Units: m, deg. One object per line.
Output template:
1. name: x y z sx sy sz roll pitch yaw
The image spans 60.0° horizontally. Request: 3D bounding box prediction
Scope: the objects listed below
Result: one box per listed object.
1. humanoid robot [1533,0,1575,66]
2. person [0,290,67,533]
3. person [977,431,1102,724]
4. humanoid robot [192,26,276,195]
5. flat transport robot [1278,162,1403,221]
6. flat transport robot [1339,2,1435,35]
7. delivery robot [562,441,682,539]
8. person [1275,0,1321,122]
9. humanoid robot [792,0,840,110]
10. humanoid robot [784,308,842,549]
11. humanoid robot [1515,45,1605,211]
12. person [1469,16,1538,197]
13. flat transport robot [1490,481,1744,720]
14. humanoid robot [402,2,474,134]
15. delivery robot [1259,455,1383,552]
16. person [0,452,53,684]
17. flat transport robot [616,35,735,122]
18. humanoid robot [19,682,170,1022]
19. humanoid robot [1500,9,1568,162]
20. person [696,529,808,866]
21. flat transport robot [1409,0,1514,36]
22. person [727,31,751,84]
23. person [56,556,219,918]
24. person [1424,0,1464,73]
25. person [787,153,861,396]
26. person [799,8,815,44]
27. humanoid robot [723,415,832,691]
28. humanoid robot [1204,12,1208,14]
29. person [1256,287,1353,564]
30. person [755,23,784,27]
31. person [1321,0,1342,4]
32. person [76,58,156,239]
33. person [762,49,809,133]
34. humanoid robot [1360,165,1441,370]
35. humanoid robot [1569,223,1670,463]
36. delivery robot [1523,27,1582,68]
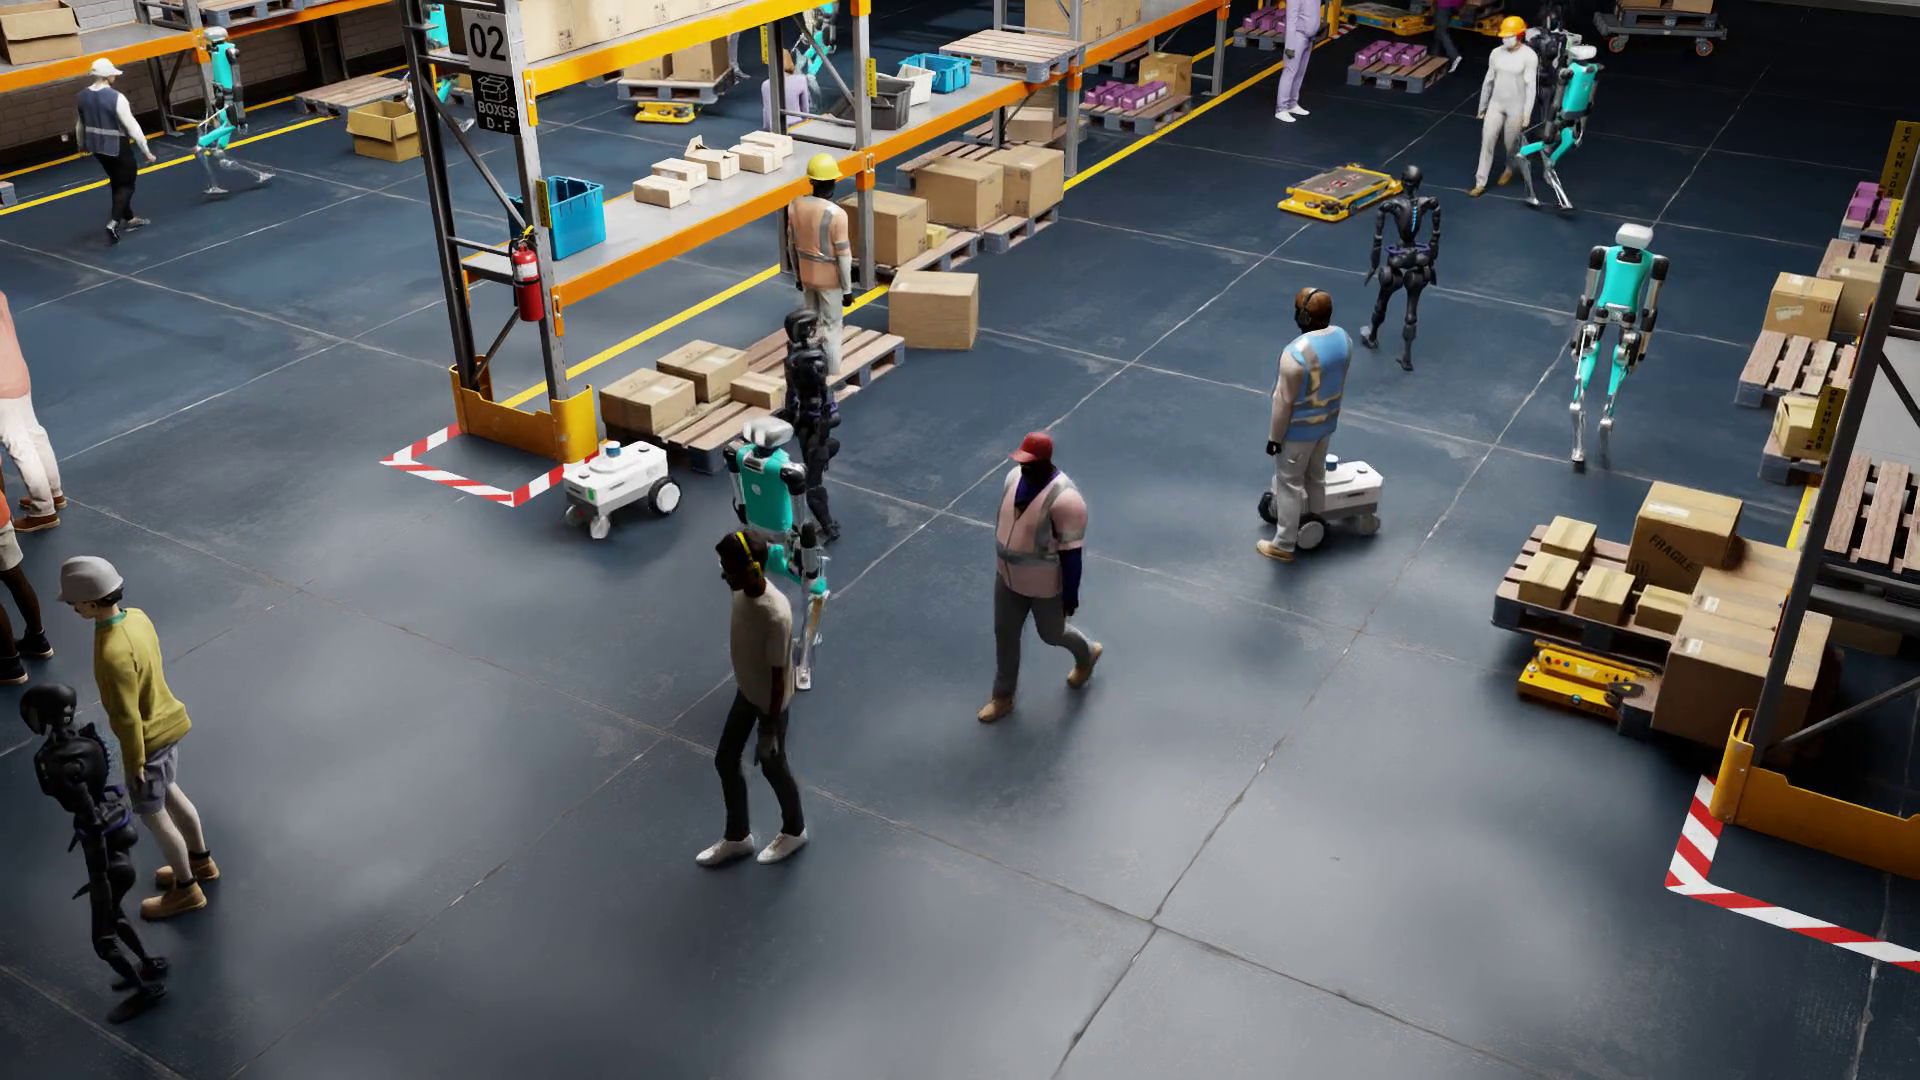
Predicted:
1. humanoid robot: 7.975 -7.167 22.200 0.609 1.649 0.457 -16 33 -25
2. person: -6.334 -1.001 10.961 0.391 1.994 0.610 -6 30 -10
3. person: 0.454 0.167 9.166 0.788 1.728 0.612 -25 38 -37
4. humanoid robot: -7.727 -4.383 17.229 0.547 1.736 1.042 24 38 36
5. flat transport robot: 3.992 -3.636 17.374 0.659 0.231 1.431 24 37 36
6. flat transport robot: 6.255 -7.703 24.568 0.659 0.231 1.431 -20 35 -31
7. delivery robot: -2.335 -0.399 11.327 0.499 0.566 0.739 23 37 35
8. person: 4.079 -5.971 19.863 0.406 1.894 0.659 19 34 29
9. humanoid robot: -1.796 -6.115 20.288 0.763 1.790 0.531 -14 32 -23
10. humanoid robot: -0.939 -0.743 10.834 0.373 1.641 0.589 -17 33 -27
11. humanoid robot: 5.977 -4.150 16.776 0.547 1.727 0.939 -13 32 -22
12. person: 5.733 -4.548 17.388 0.623 1.865 0.810 20 35 31
13. flat transport robot: 3.847 0.583 9.910 0.659 0.231 1.431 16 33 27
14. humanoid robot: -6.003 -5.292 18.823 0.551 1.705 1.009 18 34 29
15. delivery robot: 2.432 -0.277 11.148 0.795 0.602 0.499 -9 31 -16
16. person: -5.574 -0.089 9.375 0.368 1.967 0.605 4 30 7
17. flat transport robot: -3.481 -5.431 20.549 0.659 0.231 1.431 4 30 7
18. humanoid robot: -3.730 1.314 7.178 0.327 1.649 0.609 -18 34 -28
19. humanoid robot: 6.441 -5.107 18.573 0.608 1.634 0.660 -10 31 -18
20. person: -1.015 0.804 7.918 0.599 1.842 0.571 -21 35 -32
21. flat transport robot: 7.373 -7.668 24.506 1.431 0.231 0.659 23 36 34
22. person: -2.989 -6.897 21.450 0.431 1.944 0.481 10 31 18
23. person: -3.777 0.903 7.716 0.413 1.878 0.495 -6 30 -10
24. person: 6.457 -7.085 21.897 0.516 1.819 0.813 -14 33 -24
25. person: -1.052 -2.030 12.850 0.588 1.926 0.385 22 36 33
26. person: -2.106 -7.684 23.069 0.562 1.709 0.894 -16 33 -26
27. humanoid robot: -0.881 0.008 9.429 0.590 1.772 0.889 19 35 30
28. humanoid robot: 3.512 -8.692 24.893 0.577 1.630 0.613 -21 35 -32
29. person: 2.196 -0.733 10.655 0.621 1.835 0.433 -25 38 -37
30. person: -2.877 -8.445 24.218 0.628 1.918 0.559 -7 30 -12
31. person: 5.765 -9.199 25.632 0.616 1.836 0.432 24 38 36
32. person: -8.270 -3.784 16.158 0.795 1.729 0.673 8 30 13
33. person: -1.767 -4.178 16.942 0.498 1.632 0.281 -14 32 -23
34. humanoid robot: 3.599 -2.262 13.529 0.584 1.631 0.696 -3 30 -5
35. humanoid robot: 4.564 -1.281 11.745 0.546 1.802 0.822 13 32 21
36. delivery robot: 8.004 -6.734 22.572 0.523 0.603 0.774 -22 36 -34
